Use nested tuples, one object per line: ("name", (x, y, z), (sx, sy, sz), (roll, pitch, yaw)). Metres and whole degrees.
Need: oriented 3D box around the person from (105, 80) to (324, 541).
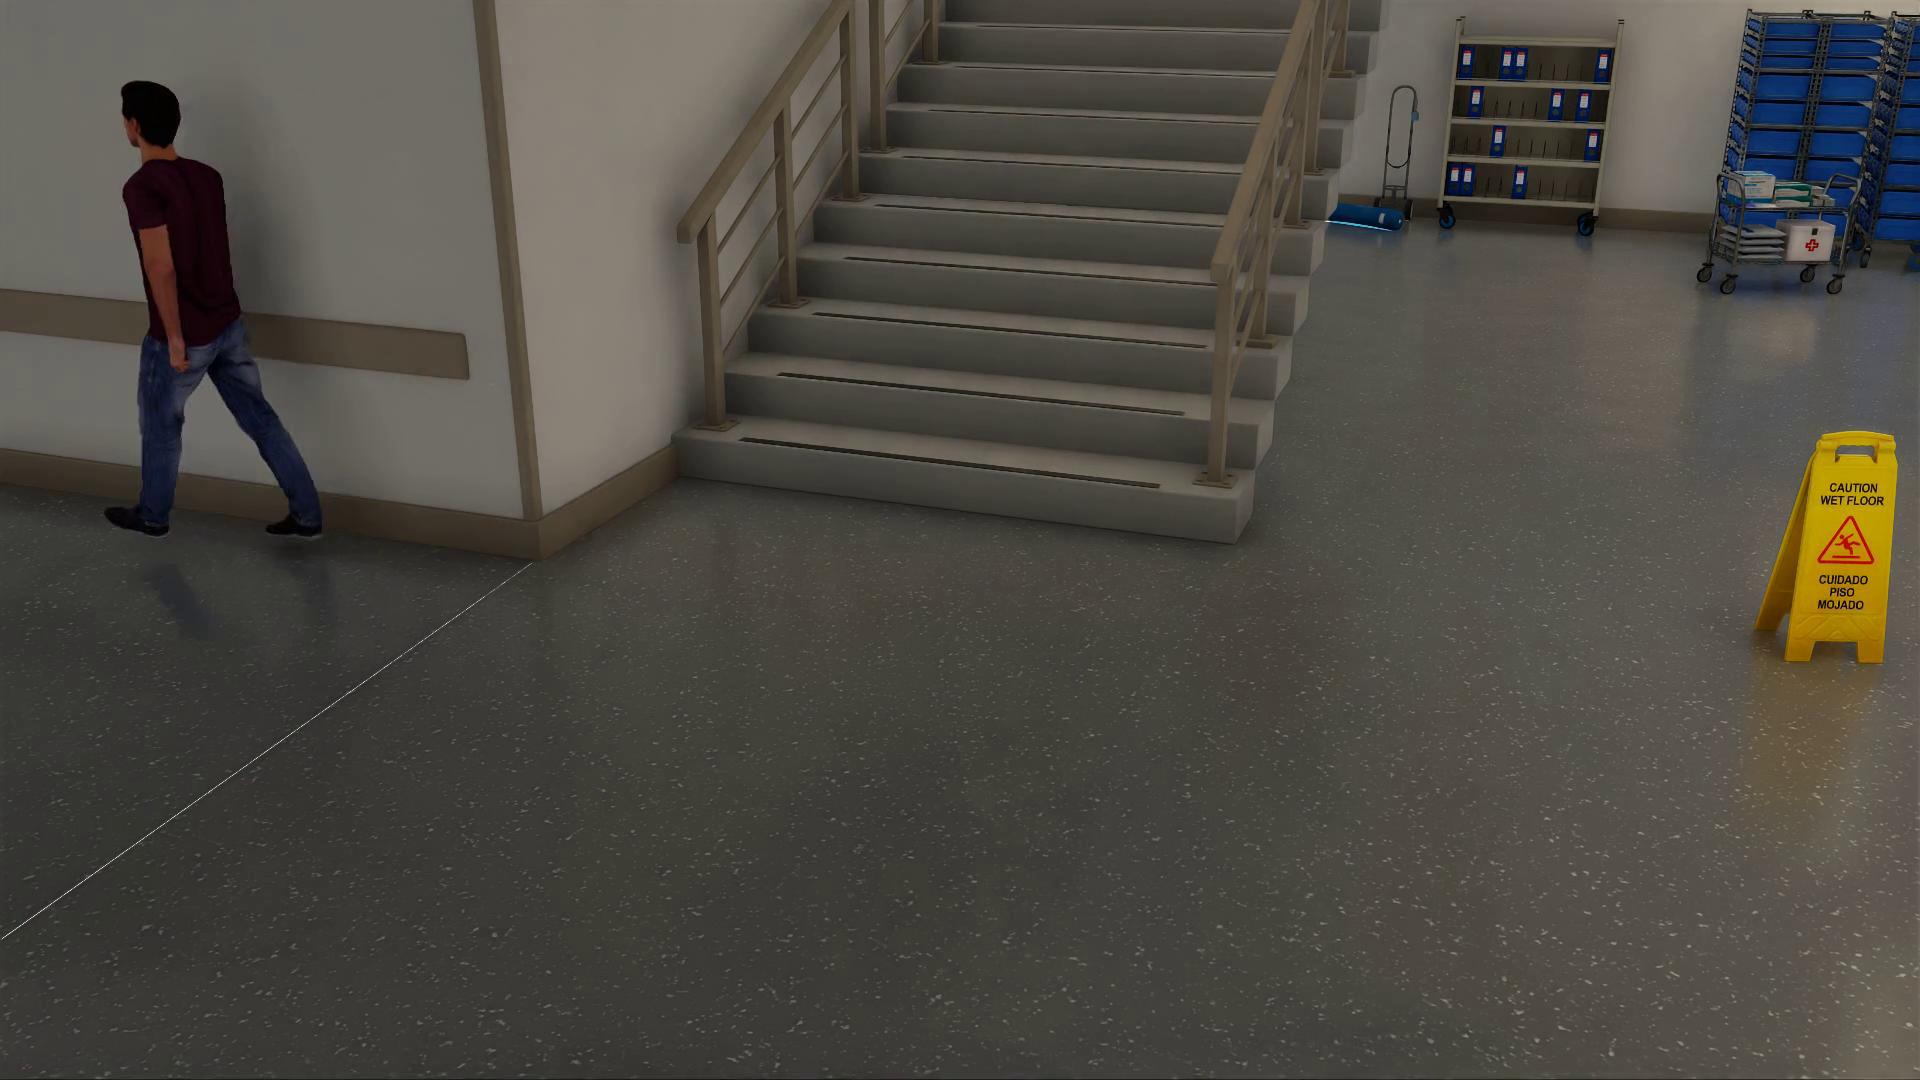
("person", (-2.878, -0.804, 6.450), (0.753, 1.802, 1.093), (7, 22, 17))
